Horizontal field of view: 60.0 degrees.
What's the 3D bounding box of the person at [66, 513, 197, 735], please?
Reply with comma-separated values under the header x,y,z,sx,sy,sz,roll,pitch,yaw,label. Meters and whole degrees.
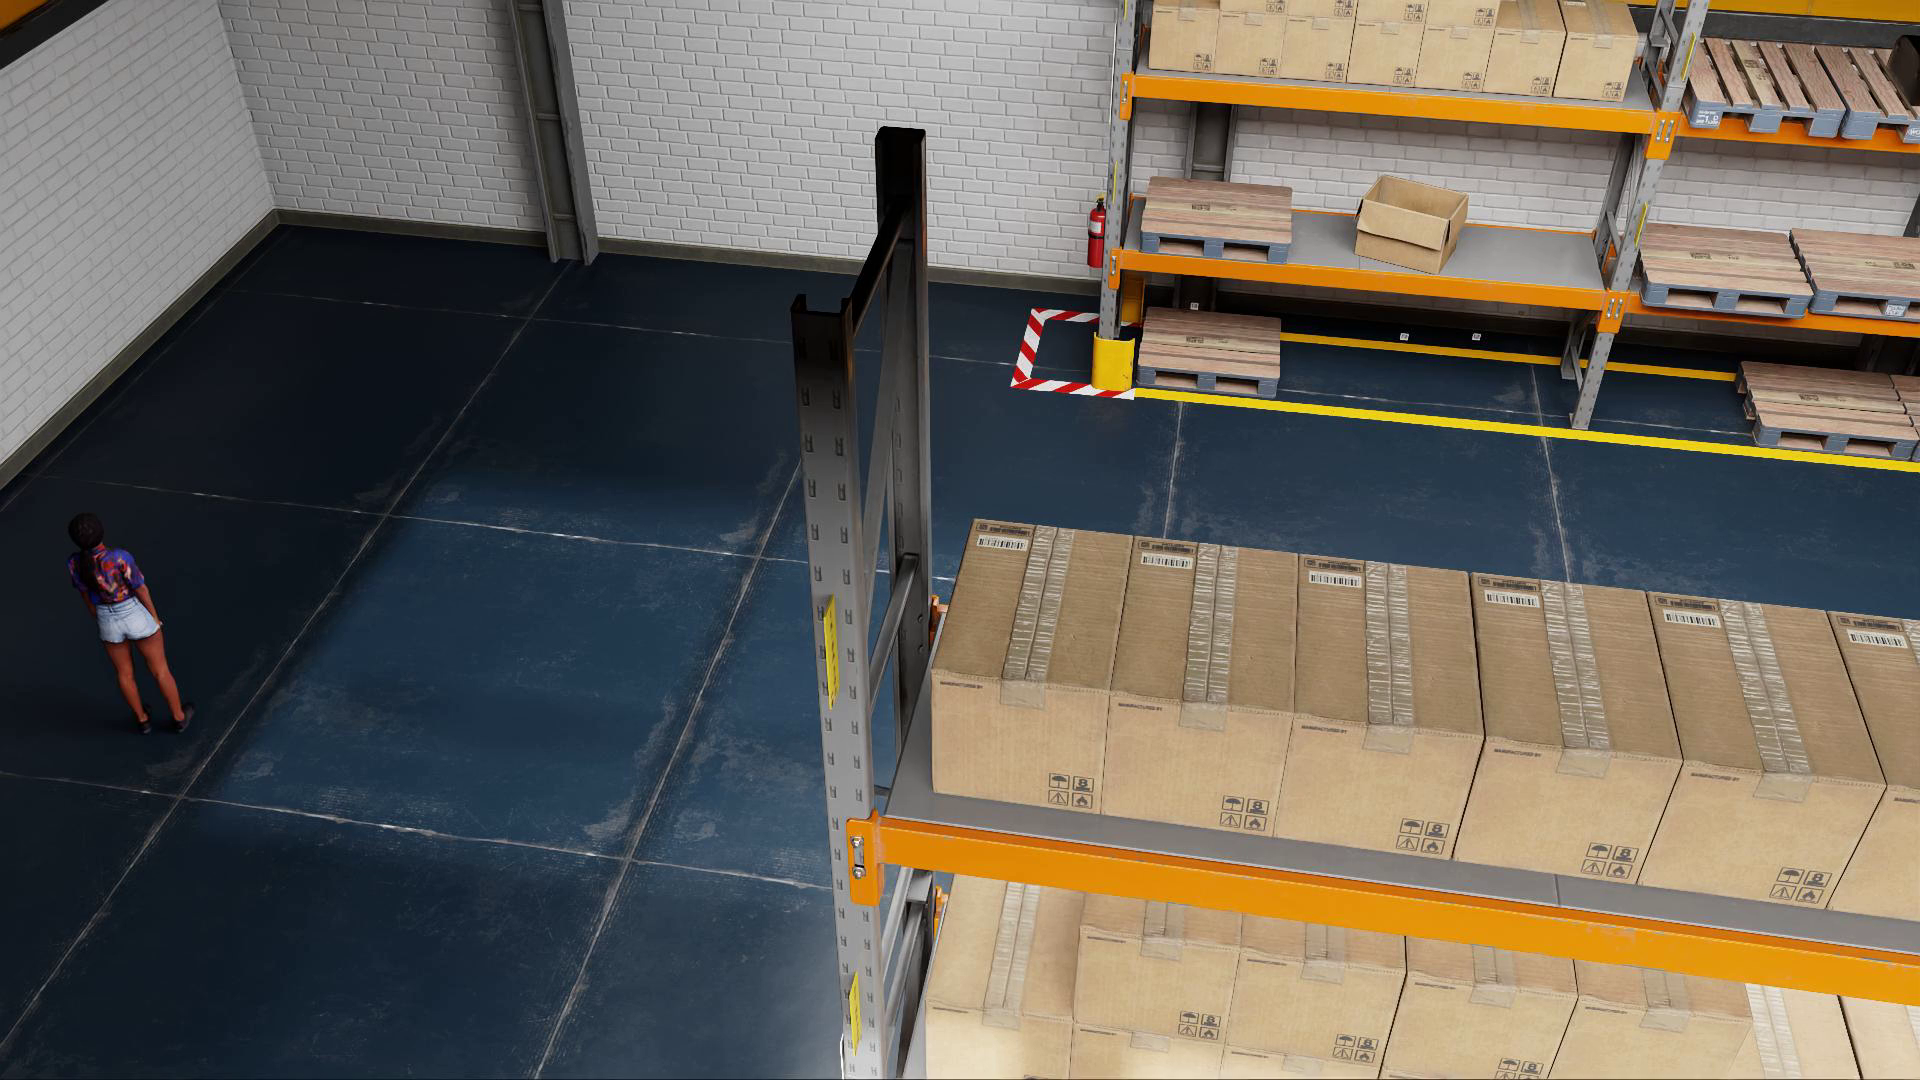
x,y,z,sx,sy,sz,roll,pitch,yaw,label
-5.352,0.538,10.658,0.559,1.741,0.701,-4,39,-5,person
